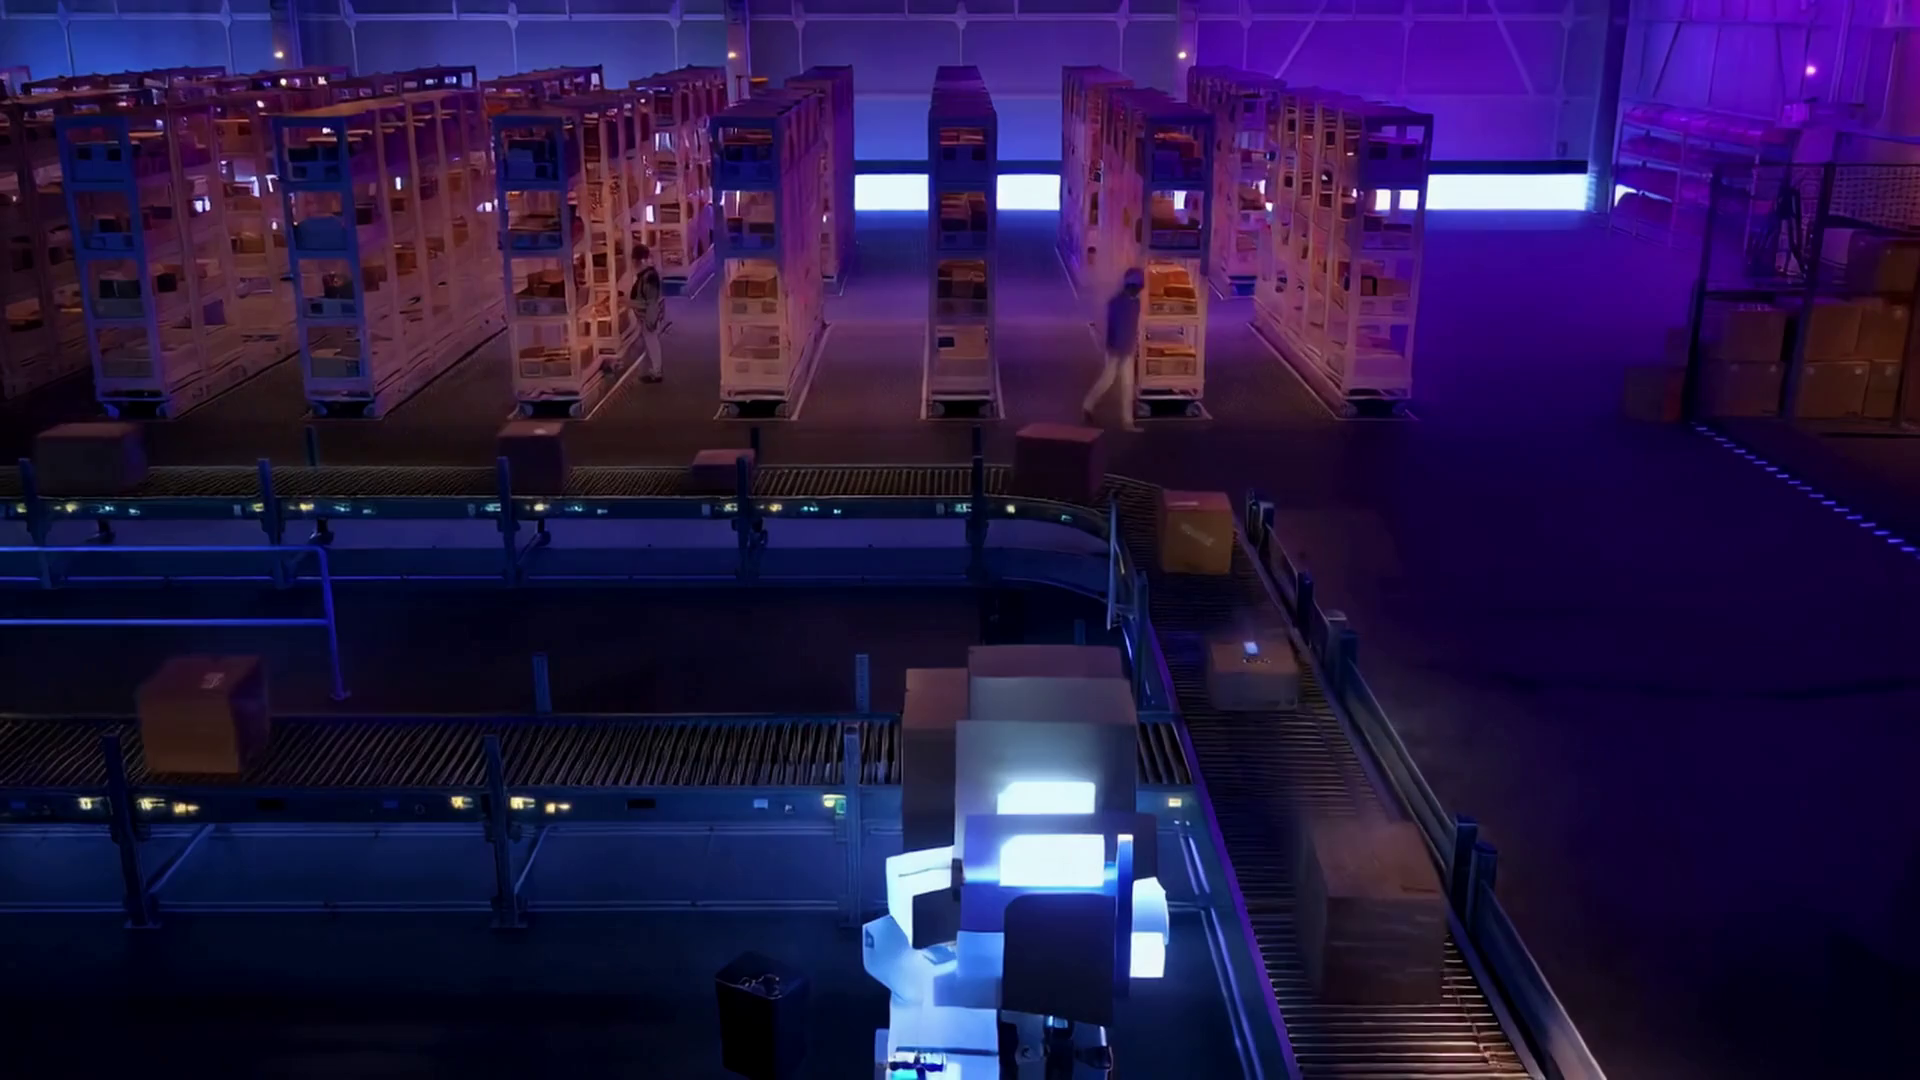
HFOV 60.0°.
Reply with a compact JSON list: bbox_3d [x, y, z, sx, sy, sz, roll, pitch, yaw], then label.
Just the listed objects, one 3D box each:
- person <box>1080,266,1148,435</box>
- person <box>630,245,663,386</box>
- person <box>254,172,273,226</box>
[{"bbox_3d":[1.797,-2.236,19.404,0.922,1.943,0.674,15,23,38],"label":"person"},{"bbox_3d":[-4.090,-2.938,21.742,0.403,1.822,0.588,-6,19,-19],"label":"person"},{"bbox_3d":[-14.112,-6.823,33.665,0.389,1.847,0.567,-4,18,-11],"label":"person"}]
